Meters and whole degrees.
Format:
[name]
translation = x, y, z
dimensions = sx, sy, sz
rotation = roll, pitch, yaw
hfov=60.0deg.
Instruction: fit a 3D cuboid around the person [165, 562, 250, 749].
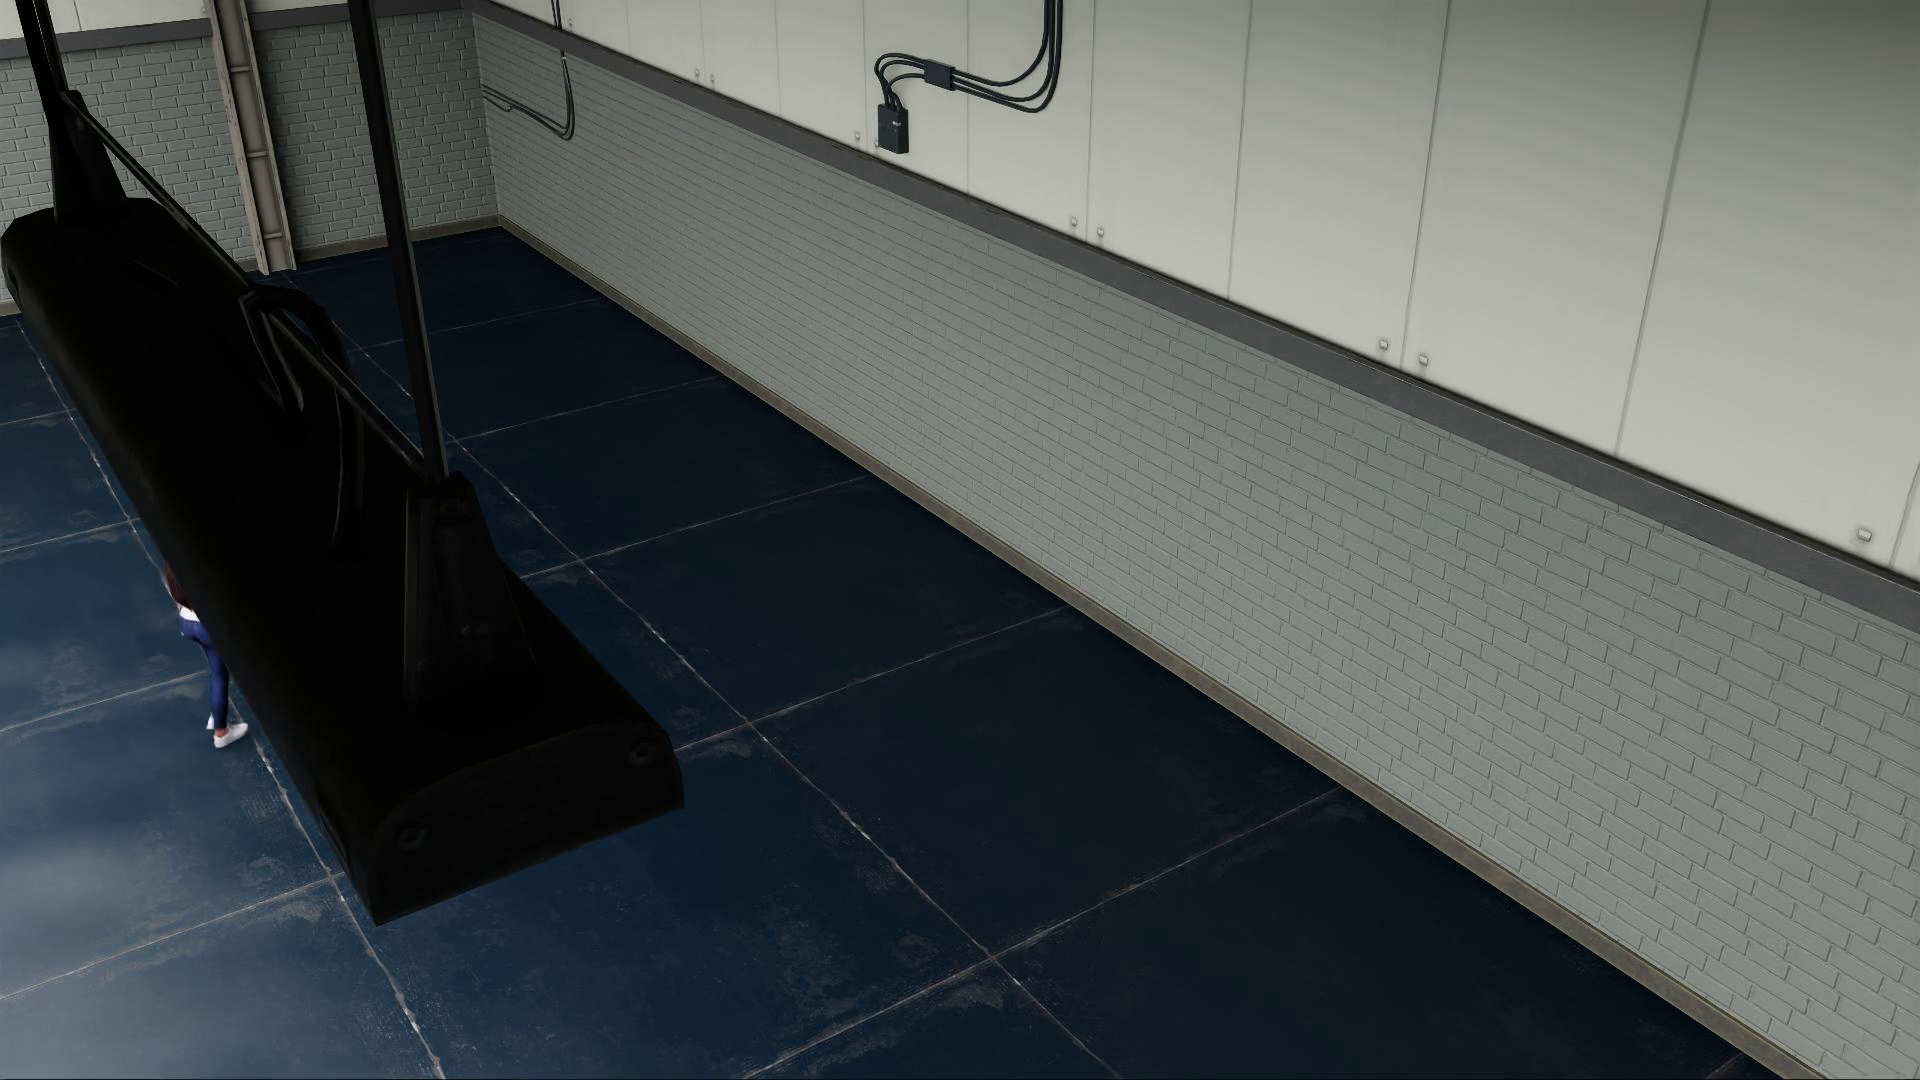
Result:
[person]
translation = -5.244, 0.665, 11.413
dimensions = 0.721, 1.762, 0.738
rotation = 14, 31, 25
